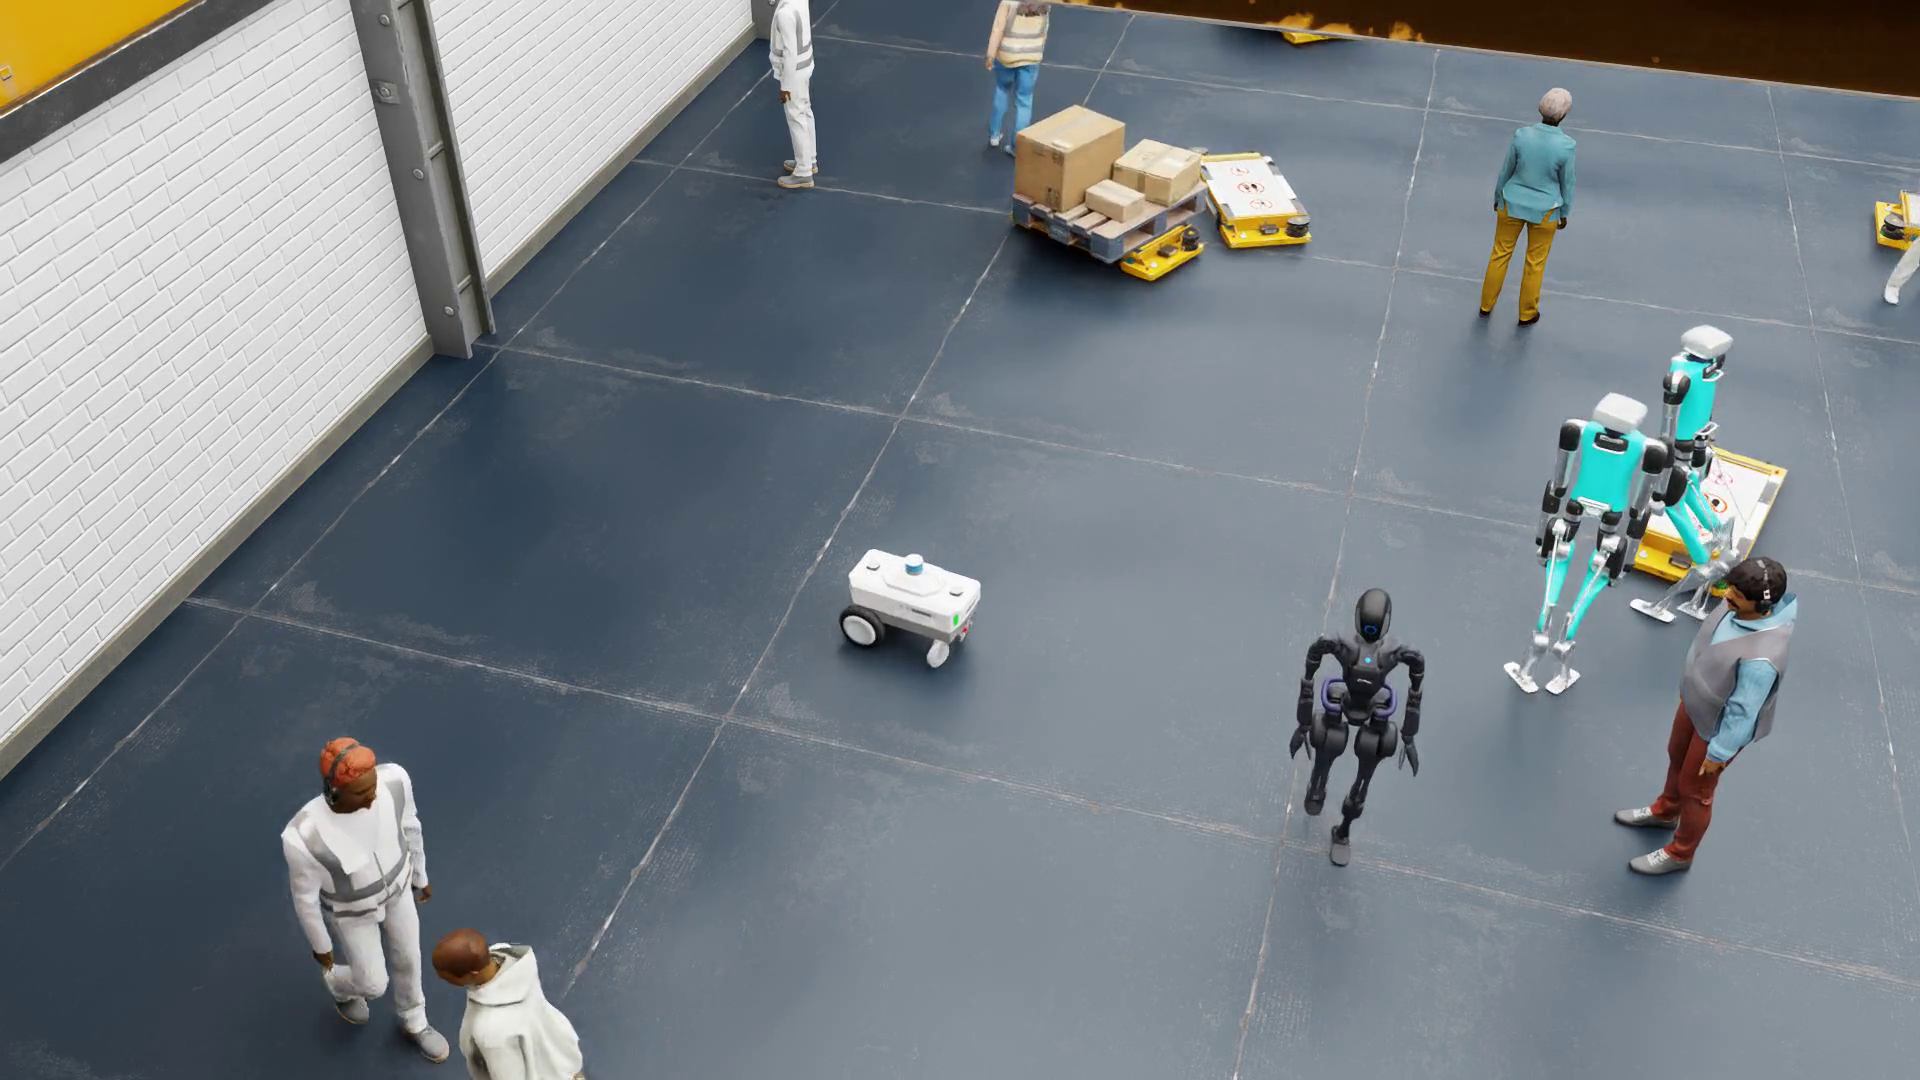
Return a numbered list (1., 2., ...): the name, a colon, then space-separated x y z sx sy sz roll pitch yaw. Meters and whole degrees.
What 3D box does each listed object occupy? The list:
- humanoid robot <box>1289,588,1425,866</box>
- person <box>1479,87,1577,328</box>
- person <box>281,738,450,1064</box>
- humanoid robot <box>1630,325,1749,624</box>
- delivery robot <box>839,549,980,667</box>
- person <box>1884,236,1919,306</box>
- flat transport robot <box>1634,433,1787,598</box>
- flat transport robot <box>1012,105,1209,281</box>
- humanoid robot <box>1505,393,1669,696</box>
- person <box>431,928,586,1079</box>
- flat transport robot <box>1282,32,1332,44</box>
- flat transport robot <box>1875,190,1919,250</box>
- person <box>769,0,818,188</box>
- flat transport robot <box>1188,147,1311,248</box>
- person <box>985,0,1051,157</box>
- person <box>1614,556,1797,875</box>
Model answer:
1. humanoid robot: 1.877 0.843 7.832 0.600 1.651 0.460 8 39 9
2. person: 4.026 -2.338 11.726 0.533 1.753 0.340 22 44 25
3. person: -2.488 1.464 6.916 0.551 1.862 0.589 25 45 28
4. humanoid robot: 4.152 -0.264 9.169 0.858 1.766 0.568 32 49 33
5. delivery robot: -0.291 0.344 9.363 0.784 0.613 0.520 16 42 19
6. person: 7.181 -2.455 12.002 0.474 1.595 0.640 23 44 26
7. flat transport robot: 4.592 -0.186 10.235 0.659 0.231 1.431 23 44 25
8. flat transport robot: 1.153 -2.459 13.063 1.431 0.231 0.659 31 48 33
9. humanoid robot: 3.193 0.128 8.653 0.548 1.744 0.744 22 44 25
10. person: -1.685 2.046 6.300 0.929 1.700 0.532 1 39 1
11. flat transport robot: 3.281 -5.352 16.661 0.659 0.231 1.431 -14 41 -16
12. flat transport robot: 7.957 -2.400 12.990 1.431 0.231 0.659 14 41 16
13. person: -1.350 -3.762 13.395 0.337 1.882 0.583 4 39 5
14. flat transport robot: 2.316 -2.792 13.478 0.659 0.231 1.431 -5 39 -7
15. person: 0.476 -4.049 13.917 0.554 1.679 0.563 -5 39 -6
16. person: 3.507 0.822 7.706 0.422 1.869 0.546 4 39 5
